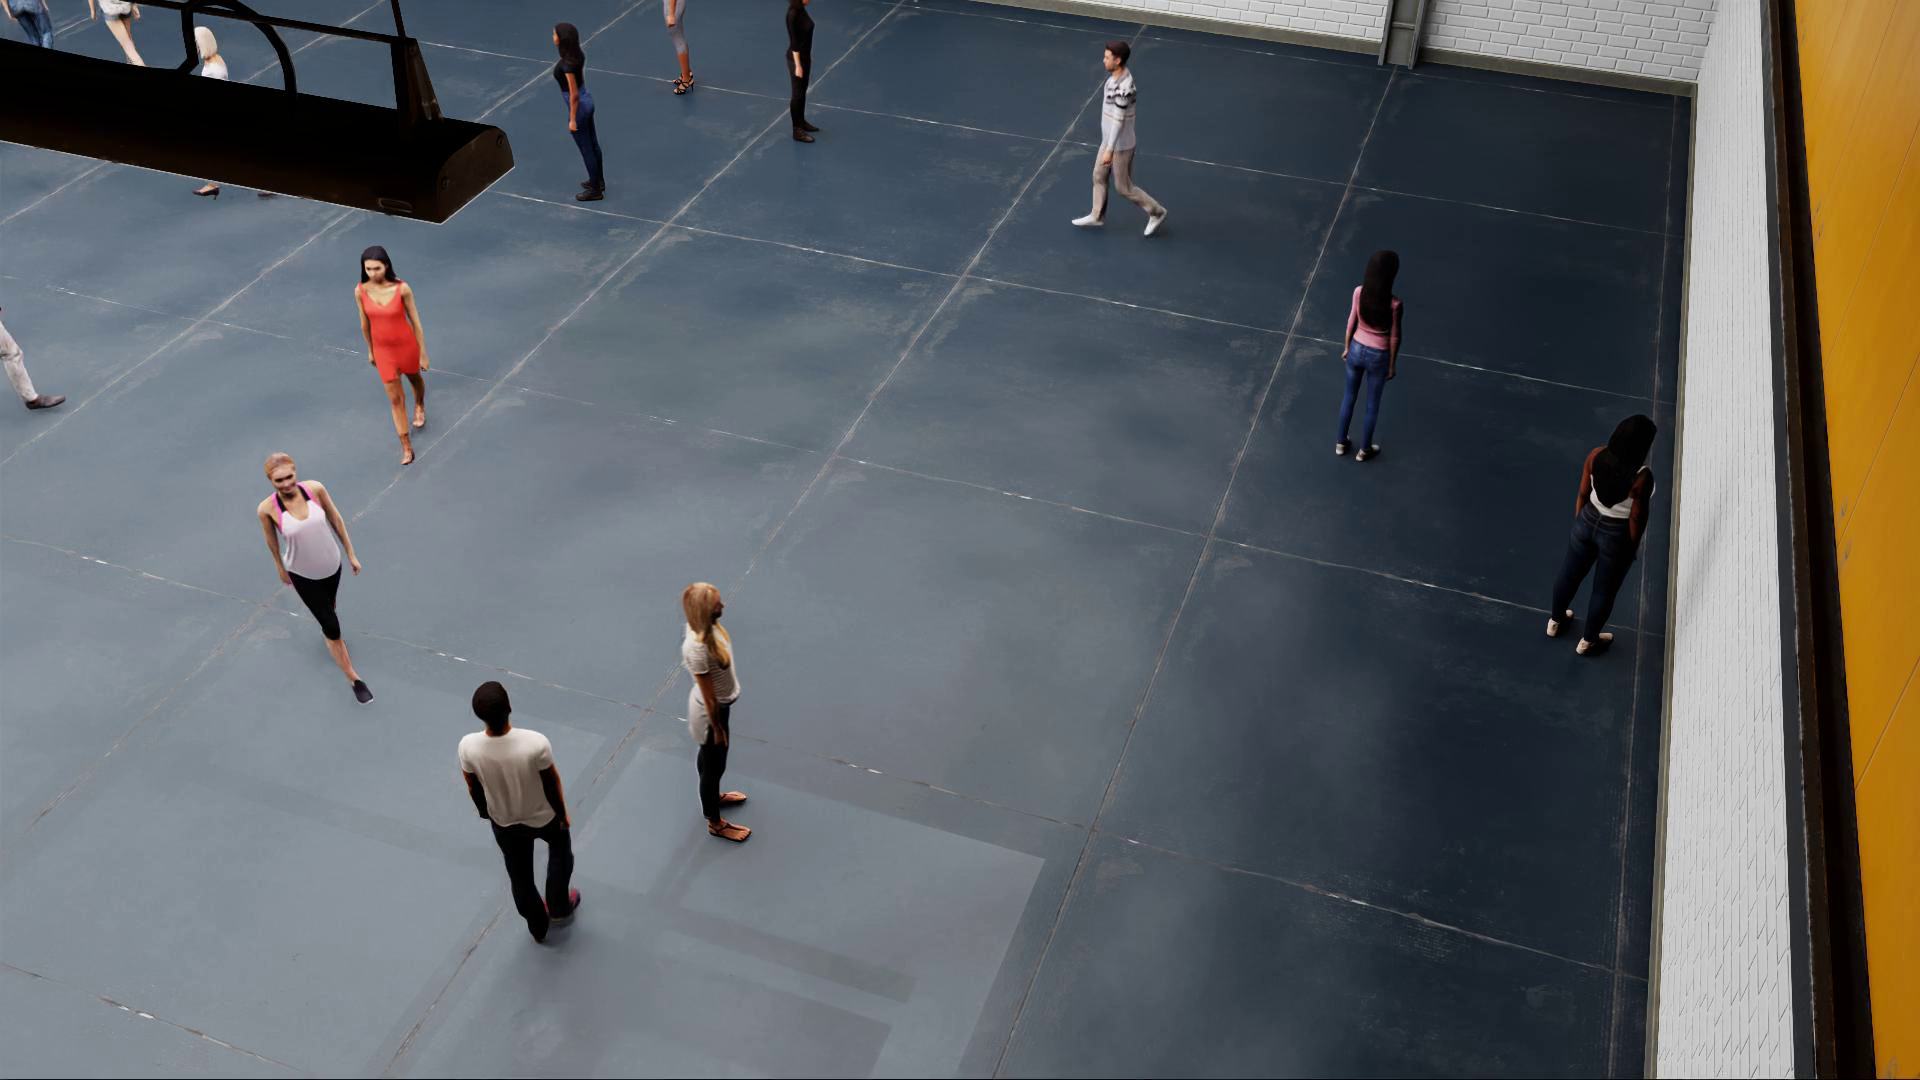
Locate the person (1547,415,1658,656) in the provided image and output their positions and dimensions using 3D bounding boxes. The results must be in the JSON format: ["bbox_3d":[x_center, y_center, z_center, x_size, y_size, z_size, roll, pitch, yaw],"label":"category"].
[{"bbox_3d":[4.159,-0.015,10.753,0.803,1.747,0.711,-26,45,-28],"label":"person"}]

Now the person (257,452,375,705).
[{"bbox_3d":[-4.112,0.139,10.569,0.987,1.737,1.227,-27,46,-30],"label":"person"}]

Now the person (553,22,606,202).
[{"bbox_3d":[-3.620,-4.089,15.862,0.613,1.738,0.619,3,39,4],"label":"person"}]

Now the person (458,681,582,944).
[{"bbox_3d":[-2.332,1.513,8.800,0.707,1.797,0.825,-2,39,-3],"label":"person"}]

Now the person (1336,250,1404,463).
[{"bbox_3d":[3.062,-1.380,12.467,0.534,1.741,0.686,24,45,27],"label":"person"}]

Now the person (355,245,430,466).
[{"bbox_3d":[-4.266,-1.476,12.649,1.159,1.664,1.052,-6,39,-8],"label":"person"}]

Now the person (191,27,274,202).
[{"bbox_3d":[-6.858,-4.017,15.795,1.073,1.708,1.022,-17,42,-20],"label":"person"}]

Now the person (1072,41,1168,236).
[{"bbox_3d":[1.547,-3.655,15.233,1.204,1.846,0.968,-3,39,-3],"label":"person"}]

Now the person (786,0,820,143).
[{"bbox_3d":[-1.647,-4.904,16.961,0.559,1.640,0.618,6,39,7],"label":"person"}]

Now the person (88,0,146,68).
[{"bbox_3d":[-8.949,-5.572,17.738,0.889,1.714,1.201,-32,48,-33],"label":"person"}]

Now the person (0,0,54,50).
[{"bbox_3d":[-10.097,-5.746,17.962,0.920,1.707,0.955,-12,40,-15],"label":"person"}]

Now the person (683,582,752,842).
[{"bbox_3d":[-1.423,0.956,9.475,0.693,1.825,0.694,-6,39,-7],"label":"person"}]

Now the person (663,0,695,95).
[{"bbox_3d":[-3.056,-5.680,17.819,0.658,1.781,0.665,-3,39,-4],"label":"person"}]
